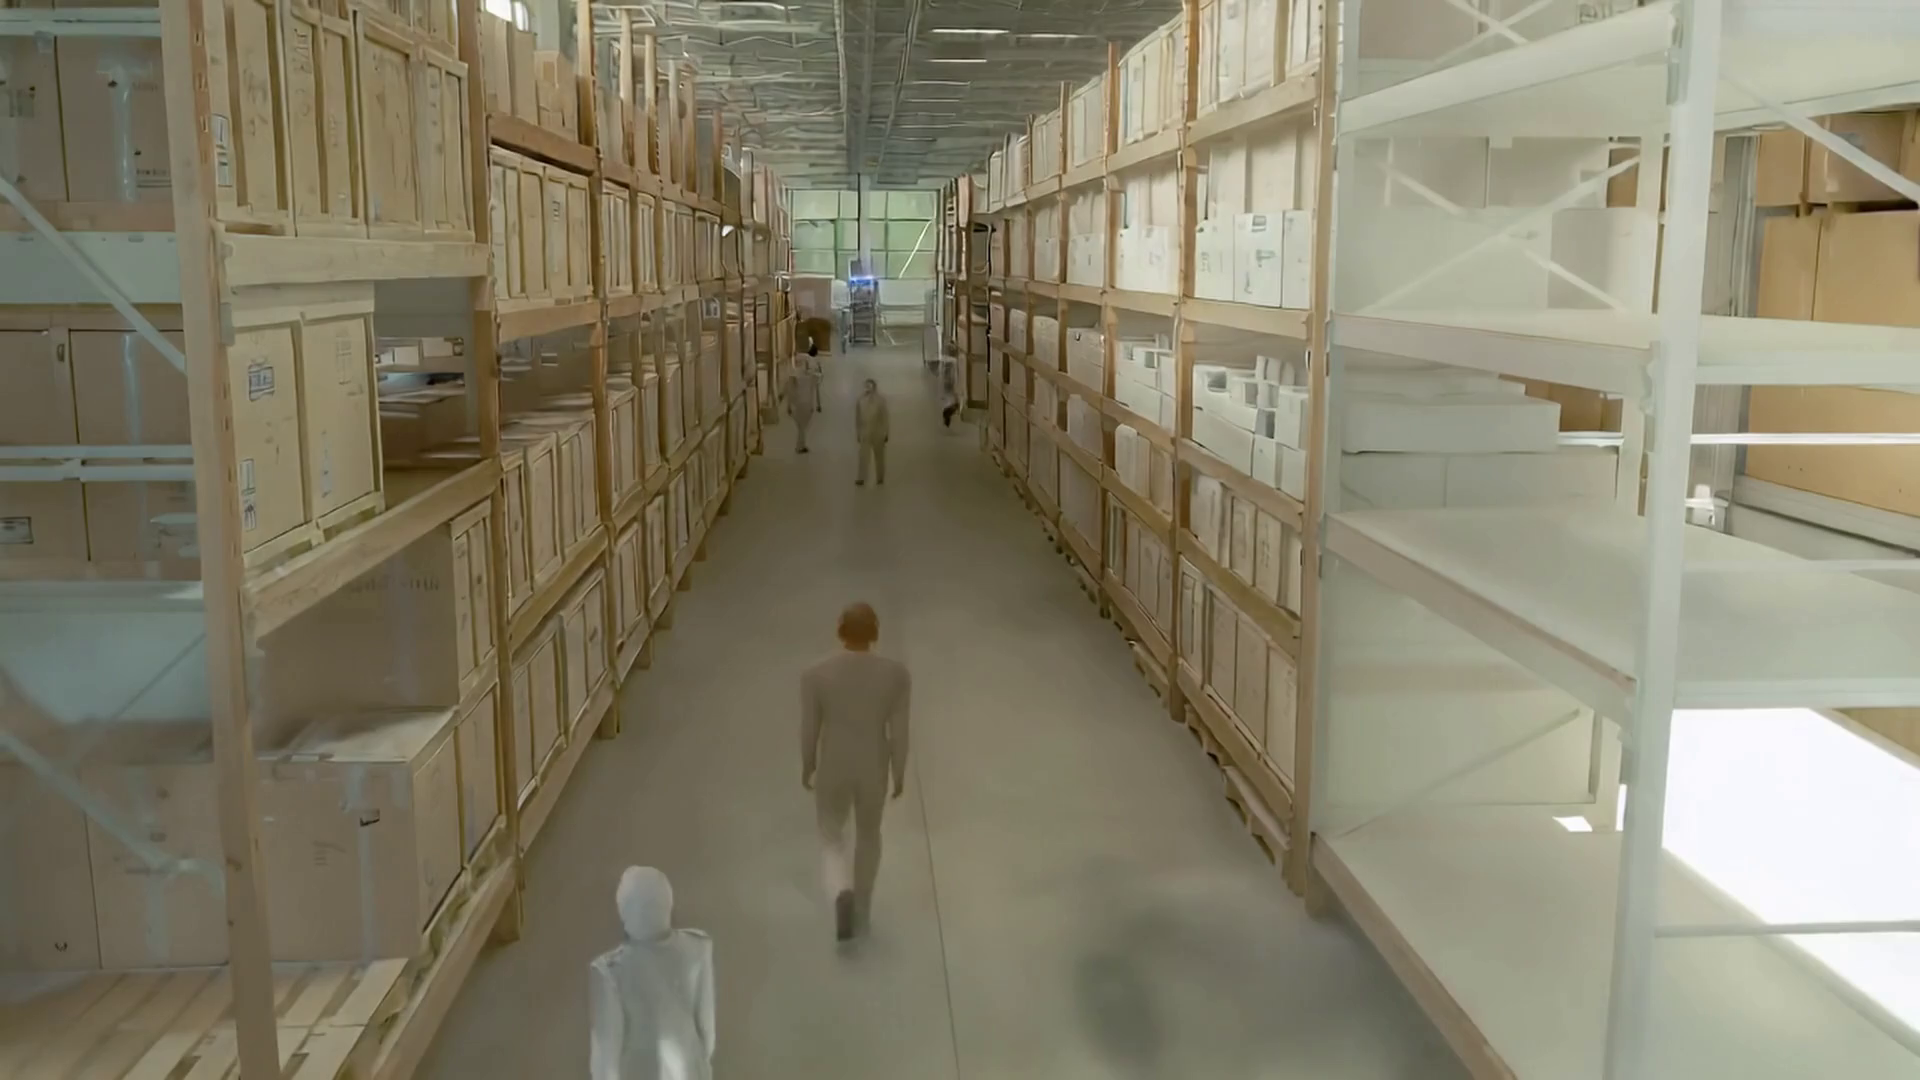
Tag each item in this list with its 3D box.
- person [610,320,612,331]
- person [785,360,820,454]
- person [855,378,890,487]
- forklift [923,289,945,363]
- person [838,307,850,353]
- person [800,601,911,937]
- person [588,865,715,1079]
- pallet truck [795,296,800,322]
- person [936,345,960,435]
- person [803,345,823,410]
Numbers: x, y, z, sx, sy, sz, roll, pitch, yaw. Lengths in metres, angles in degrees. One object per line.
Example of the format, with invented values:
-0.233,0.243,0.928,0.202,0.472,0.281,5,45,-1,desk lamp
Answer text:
-13.482,-7.840,65.019,0.531,1.624,0.527,-2,10,-13,person
-3.145,-2.677,33.429,0.654,1.887,0.653,-6,11,-32,person
-1.515,-1.839,28.502,0.659,1.855,0.990,2,10,14,person
-0.837,-8.195,63.421,1.129,2.768,1.873,-1,10,-3,forklift
-4.893,-8.831,70.071,0.559,1.923,0.480,-4,10,-24,person
-0.590,1.307,9.516,0.635,1.922,0.756,-2,10,-10,person
-1.134,2.008,6.180,0.514,1.636,0.315,-8,12,-38,person
-8.622,-12.439,91.403,1.885,1.965,0.823,2,10,13,pallet truck
-0.240,-3.331,36.971,0.655,2.006,0.647,6,11,30,person
-3.816,-4.215,43.174,0.540,1.695,0.316,2,10,14,person
